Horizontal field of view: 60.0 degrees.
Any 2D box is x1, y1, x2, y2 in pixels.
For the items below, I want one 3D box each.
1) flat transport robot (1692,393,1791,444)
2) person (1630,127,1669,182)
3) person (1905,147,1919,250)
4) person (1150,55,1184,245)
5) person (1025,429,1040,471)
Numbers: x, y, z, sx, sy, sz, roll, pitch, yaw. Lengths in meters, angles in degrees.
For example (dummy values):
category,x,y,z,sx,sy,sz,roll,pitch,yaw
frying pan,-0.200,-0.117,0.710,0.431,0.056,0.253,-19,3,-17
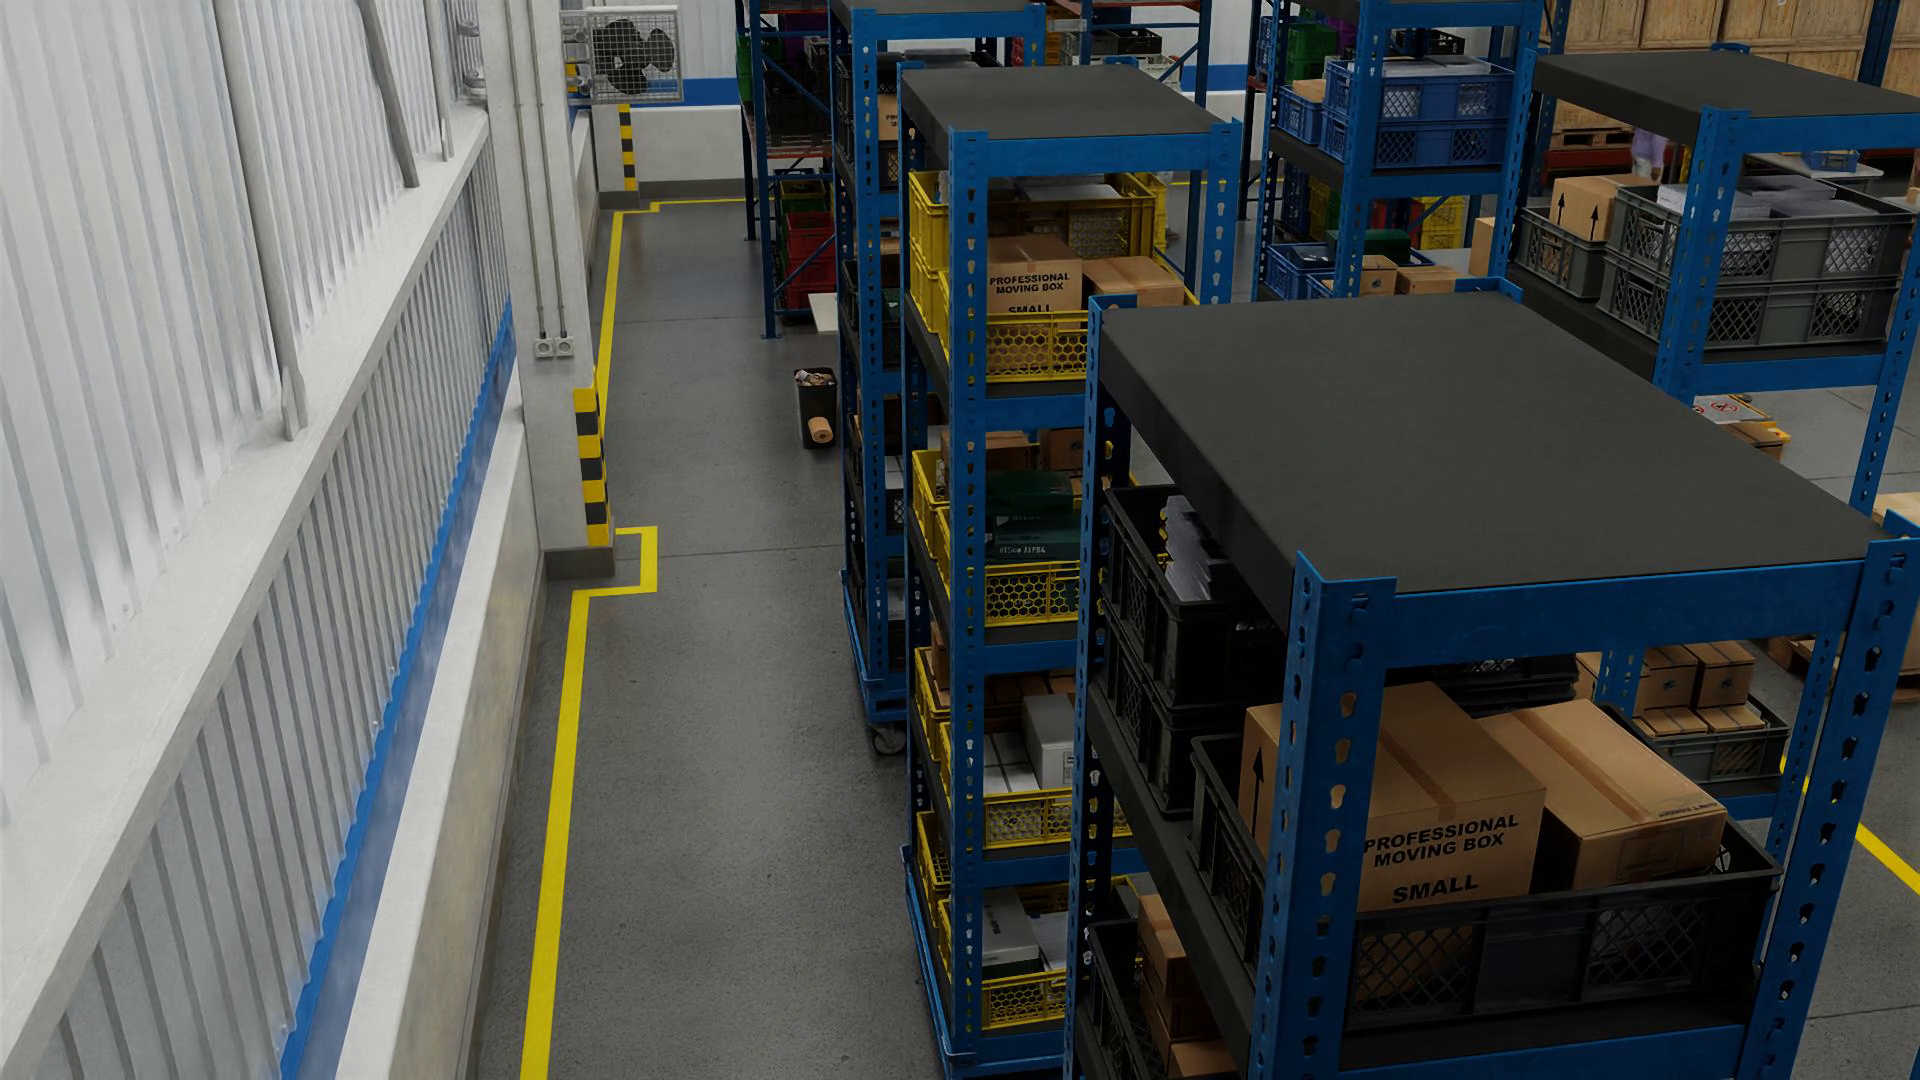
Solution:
category,x,y,z,sx,sy,sz,roll,pitch,yaw
flat transport robot,5.224,-0.859,12.132,1.431,0.197,0.652,-4,25,-8
person,6.860,-3.801,16.547,0.366,1.938,0.630,3,25,6
person,9.856,-3.863,16.776,0.797,1.873,0.440,-21,32,-38
person,2.100,-3.987,17.014,0.356,1.885,0.573,14,28,28
person,0.332,-0.454,9.714,0.647,1.629,0.525,-7,26,-15
